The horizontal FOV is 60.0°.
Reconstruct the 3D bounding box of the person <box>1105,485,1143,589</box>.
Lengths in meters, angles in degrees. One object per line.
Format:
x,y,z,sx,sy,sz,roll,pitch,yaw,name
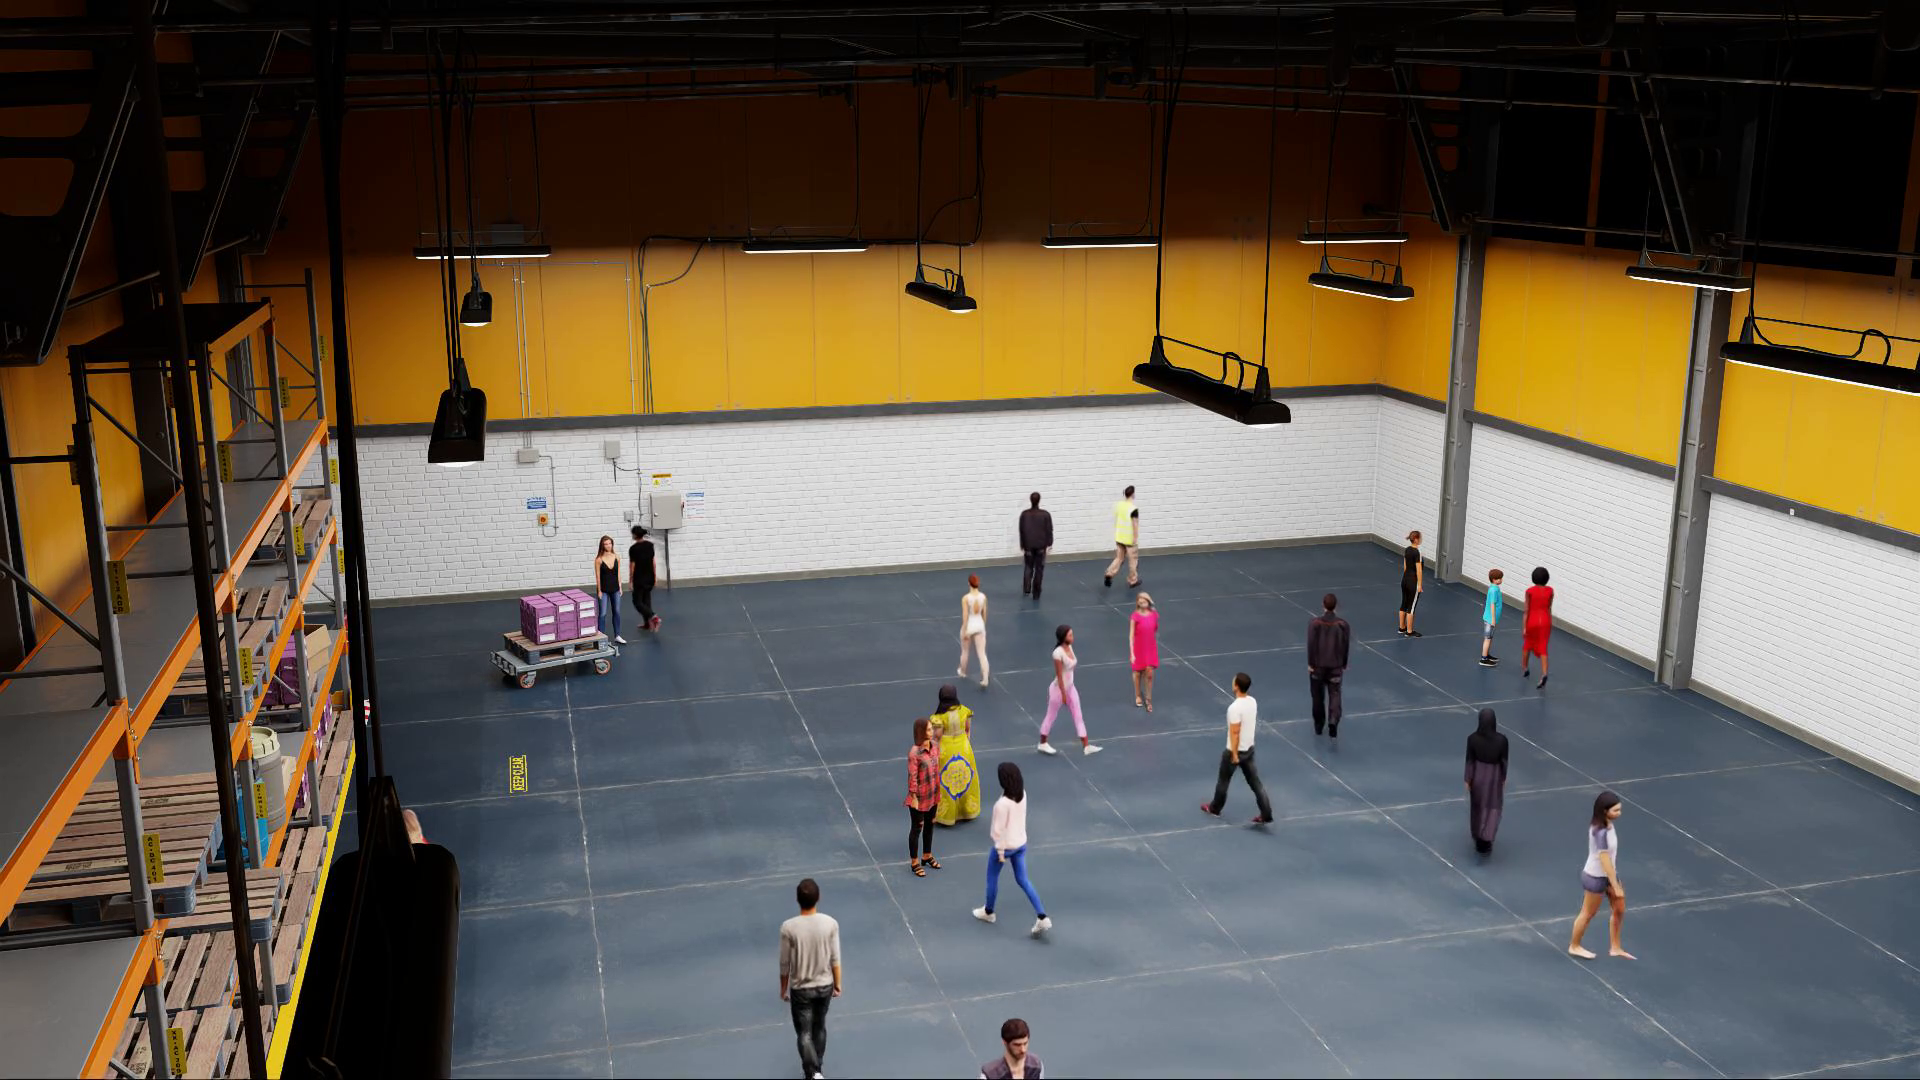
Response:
2.811,-0.025,28.508,1.119,1.824,1.095,13,18,42,person

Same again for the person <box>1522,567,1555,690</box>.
8.160,1.278,23.397,0.852,1.698,1.178,1,14,3,person

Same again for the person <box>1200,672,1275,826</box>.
3.236,2.382,18.691,1.254,1.766,1.038,13,19,43,person

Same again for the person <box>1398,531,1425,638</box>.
7.061,0.662,26.003,0.632,1.668,0.421,-4,14,-14,person

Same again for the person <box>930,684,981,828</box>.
-0.090,2.418,18.773,0.919,1.658,0.865,-7,15,-27,person

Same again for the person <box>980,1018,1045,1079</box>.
0.320,4.101,11.431,0.759,1.842,0.817,-7,15,-26,person

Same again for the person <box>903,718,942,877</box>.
-0.377,2.688,17.564,0.734,1.701,0.706,11,17,38,person

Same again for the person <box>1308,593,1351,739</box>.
4.746,1.647,21.440,0.929,1.901,1.089,2,14,9,person

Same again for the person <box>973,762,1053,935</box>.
0.562,3.012,16.156,1.234,1.735,1.031,13,18,42,person

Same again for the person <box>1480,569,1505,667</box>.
7.850,1.121,24.575,0.653,1.448,0.569,5,14,18,person

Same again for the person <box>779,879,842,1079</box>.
-1.178,3.652,13.409,0.638,1.784,1.003,-4,14,-14,person

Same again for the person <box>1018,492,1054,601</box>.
1.251,0.115,27.922,0.829,1.828,0.827,3,14,14,person

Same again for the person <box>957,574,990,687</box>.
0.242,1.312,23.464,0.663,1.600,1.101,-6,15,-23,person

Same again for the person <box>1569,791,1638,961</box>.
5.912,3.156,15.611,0.937,1.711,0.863,8,16,30,person

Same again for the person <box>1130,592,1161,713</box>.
2.486,1.481,22.574,0.614,1.690,0.759,-4,14,-16,person

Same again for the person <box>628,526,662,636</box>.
-4.915,0.647,25.919,1.060,1.737,0.978,11,18,39,person

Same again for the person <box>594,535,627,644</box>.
-5.380,0.764,25.465,0.661,1.722,0.652,-11,17,-37,person

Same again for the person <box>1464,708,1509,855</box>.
5.713,2.619,18.073,0.974,1.596,1.070,6,15,24,person

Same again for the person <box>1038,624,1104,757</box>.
1.196,1.893,20.848,1.138,1.701,1.061,8,16,30,person
